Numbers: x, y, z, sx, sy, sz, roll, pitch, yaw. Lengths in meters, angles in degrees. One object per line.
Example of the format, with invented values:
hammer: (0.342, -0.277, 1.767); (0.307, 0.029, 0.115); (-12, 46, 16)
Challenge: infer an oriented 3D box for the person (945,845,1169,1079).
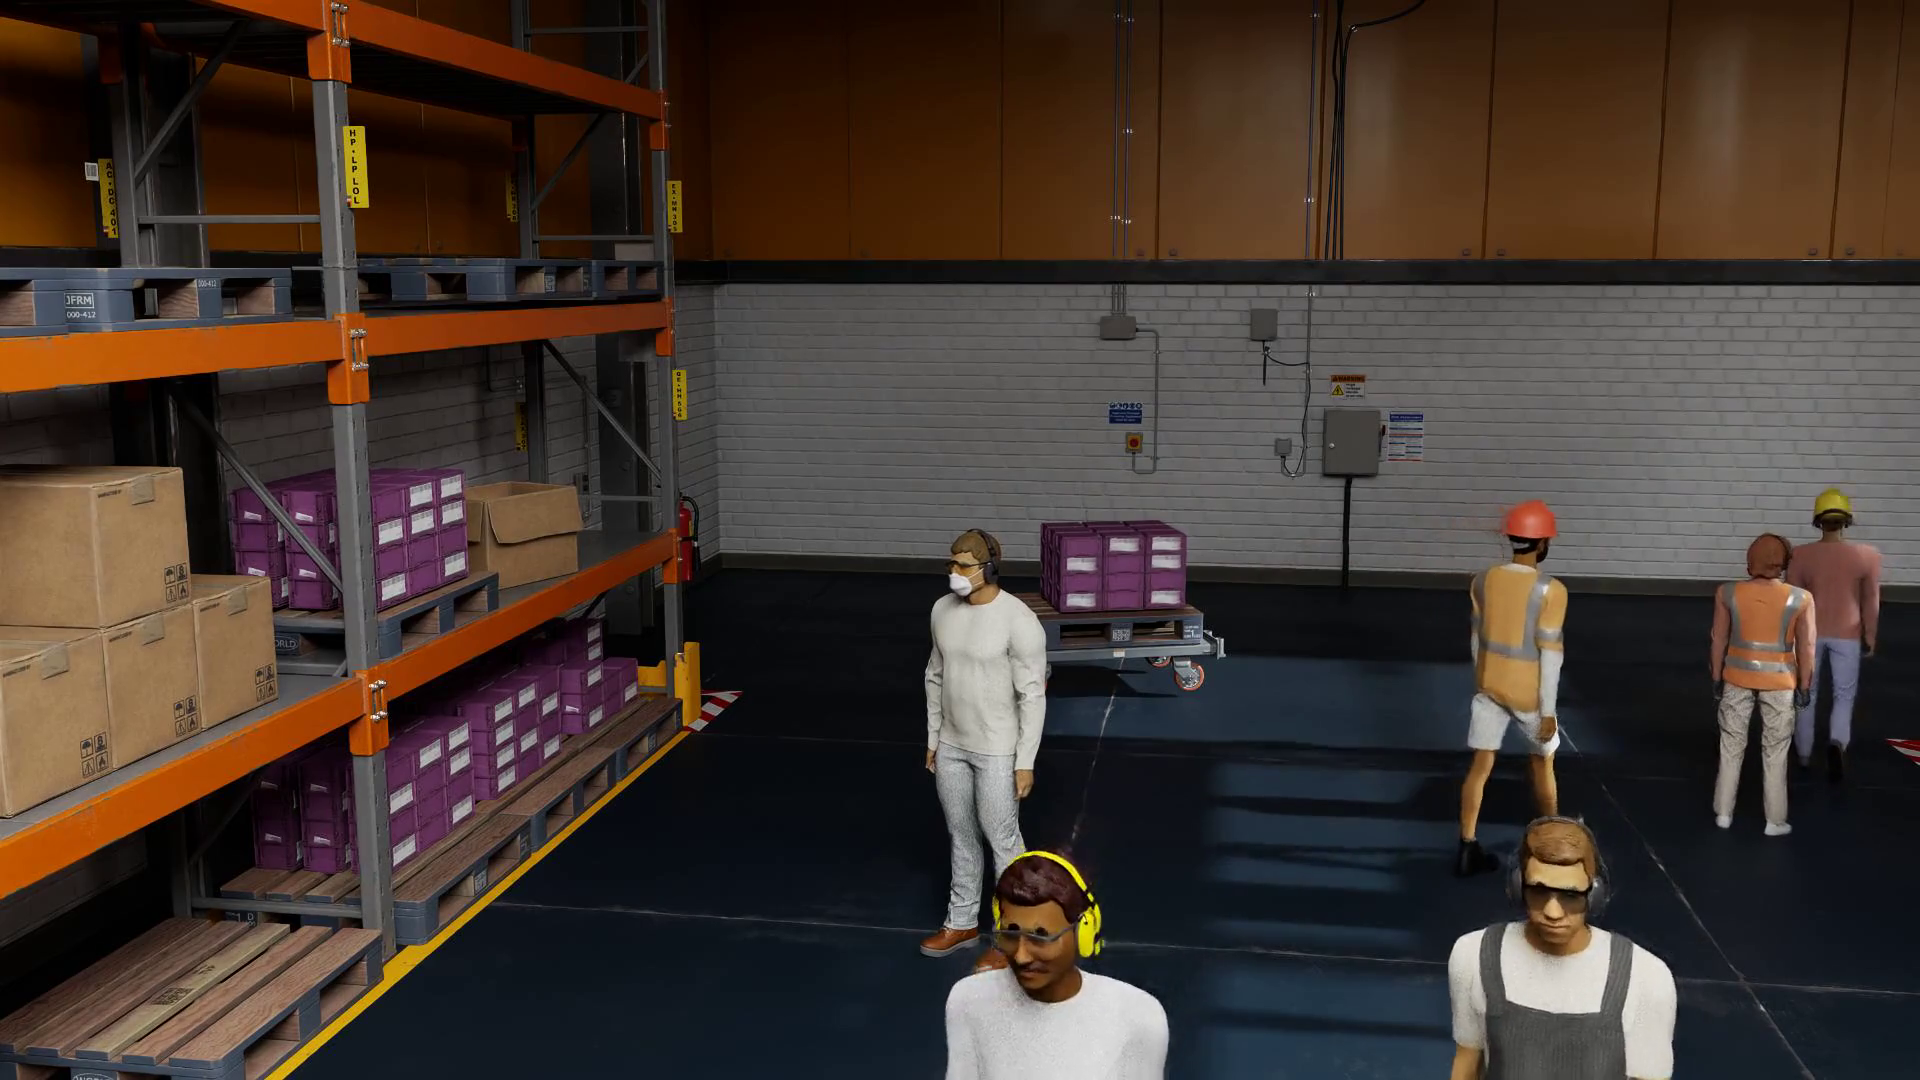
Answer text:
person: (0.149, 1.563, 3.517); (0.535, 1.824, 0.932); (4, 10, 22)

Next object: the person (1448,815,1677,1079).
person: (1.423, 1.501, 3.973); (0.531, 1.819, 0.894); (4, 10, 24)

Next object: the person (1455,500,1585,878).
person: (2.856, 0.734, 8.437); (0.975, 1.882, 0.565); (-7, 12, -37)

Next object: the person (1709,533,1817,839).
person: (4.290, 0.780, 8.920); (0.521, 1.639, 0.310); (7, 11, 36)

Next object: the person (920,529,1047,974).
person: (0.086, 0.907, 7.212); (0.638, 1.938, 0.357); (9, 13, 43)

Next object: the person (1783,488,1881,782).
person: (5.158, 0.569, 9.888); (0.533, 1.742, 0.668); (5, 10, 27)
